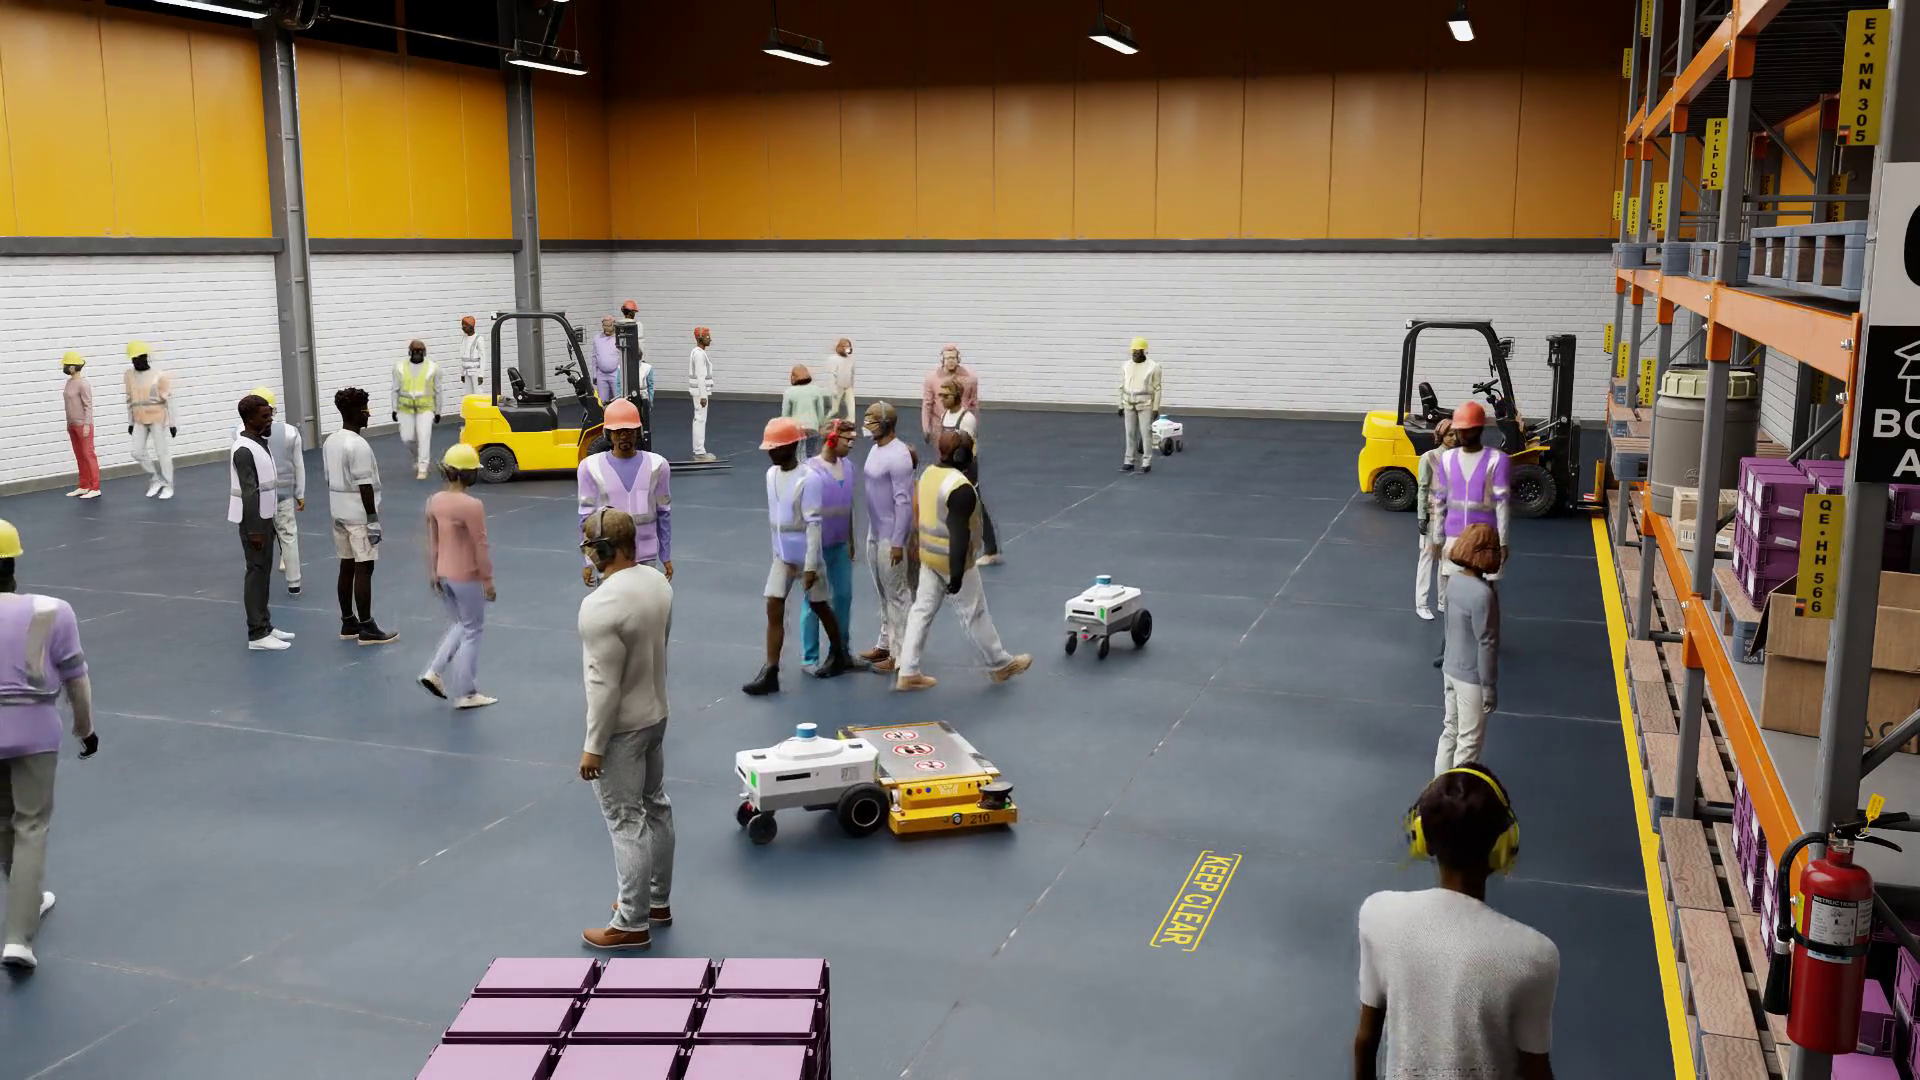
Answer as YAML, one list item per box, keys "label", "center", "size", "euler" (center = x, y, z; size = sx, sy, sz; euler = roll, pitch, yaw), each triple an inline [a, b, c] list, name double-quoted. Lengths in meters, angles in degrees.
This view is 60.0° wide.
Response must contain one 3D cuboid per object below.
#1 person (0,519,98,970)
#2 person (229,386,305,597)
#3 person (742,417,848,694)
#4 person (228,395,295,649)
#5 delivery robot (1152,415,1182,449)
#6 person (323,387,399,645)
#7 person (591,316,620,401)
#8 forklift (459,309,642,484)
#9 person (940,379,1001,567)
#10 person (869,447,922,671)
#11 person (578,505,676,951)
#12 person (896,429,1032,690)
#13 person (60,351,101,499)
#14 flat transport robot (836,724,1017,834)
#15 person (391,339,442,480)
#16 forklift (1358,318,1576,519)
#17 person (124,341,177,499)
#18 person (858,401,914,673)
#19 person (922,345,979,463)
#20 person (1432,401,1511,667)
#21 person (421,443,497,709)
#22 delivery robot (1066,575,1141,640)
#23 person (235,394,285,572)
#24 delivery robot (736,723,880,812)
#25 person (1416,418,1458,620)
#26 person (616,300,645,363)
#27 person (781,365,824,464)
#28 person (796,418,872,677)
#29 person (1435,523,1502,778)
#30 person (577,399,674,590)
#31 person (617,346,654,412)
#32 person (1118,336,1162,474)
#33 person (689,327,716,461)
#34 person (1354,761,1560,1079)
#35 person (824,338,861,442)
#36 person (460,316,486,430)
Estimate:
- label: "person"
  center: [-4.050, 0.850, 7.084]
  size: [0.591, 1.889, 0.950]
  euler: [-2, 10, -12]
- label: "person"
  center: [-5.916, -0.395, 14.229]
  size: [0.600, 1.831, 0.404]
  euler: [-7, 12, -34]
- label: "person"
  center: [-1.109, 0.091, 11.410]
  size: [0.551, 1.887, 0.977]
  euler: [8, 13, 39]
- label: "person"
  center: [-5.292, -0.135, 12.529]
  size: [0.389, 1.917, 0.592]
  euler: [-3, 10, -15]
- label: "delivery robot"
  center: [2.950, -1.576, 24.215]
  size: [0.477, 0.478, 0.707]
  euler: [7, 12, 34]
- label: "person"
  center: [-4.596, -0.186, 12.676]
  size: [0.603, 1.967, 0.366]
  euler: [10, 14, 44]
- label: "person"
  center: [-5.619, -2.647, 26.714]
  size: [0.641, 1.905, 0.410]
  euler: [2, 10, 10]
- label: "forklift"
  center: [-5.354, -1.902, 21.697]
  size: [2.313, 2.155, 1.214]
  euler: [-2, 10, -13]
- label: "person"
  center: [-0.025, -0.601, 15.514]
  size: [0.984, 1.797, 0.512]
  euler: [-8, 13, -39]
- label: "person"
  center: [-0.394, 0.114, 12.030]
  size: [0.520, 1.595, 0.841]
  euler: [-2, 10, -11]
- label: "person"
  center: [-1.448, 0.808, 7.173]
  size: [0.373, 1.935, 0.628]
  euler: [3, 10, 15]
- label: "person"
  center: [-0.008, 0.131, 11.365]
  size: [0.981, 1.787, 0.636]
  euler: [-5, 11, -28]
- label: "person"
  center: [-10.579, -1.381, 19.964]
  size: [0.522, 1.772, 0.304]
  euler: [8, 13, 37]
- label: "flat transport robot"
  center: [-0.225, 1.275, 9.219]
  size: [0.652, 0.197, 1.431]
  euler: [-3, 11, -17]
- label: "person"
  center: [-7.053, -1.705, 21.644]
  size: [0.635, 1.820, 0.579]
  euler: [-2, 10, -9]
- label: "forklift"
  center: [5.787, -1.437, 19.079]
  size: [2.313, 2.155, 1.214]
  euler: [3, 11, 19]
- label: "person"
  center: [-9.639, -1.424, 19.824]
  size: [0.711, 1.899, 0.479]
  euler: [2, 10, 10]
- label: "person"
  center: [-0.516, -0.026, 11.855]
  size: [0.353, 1.936, 0.635]
  euler: [-4, 11, -20]
- label: "person"
  center: [-0.100, -1.276, 19.061]
  size: [0.667, 1.878, 0.792]
  euler: [-1, 10, -3]
- label: "person"
  center: [3.705, -0.052, 12.042]
  size: [0.588, 1.920, 0.712]
  euler: [7, 12, 35]
- label: "person"
  center: [-3.253, 0.245, 10.870]
  size: [0.531, 1.756, 0.396]
  euler: [10, 14, 43]
- label: "delivery robot"
  center: [1.079, 0.508, 12.477]
  size: [0.477, 0.478, 0.707]
  euler: [6, 12, 30]
- label: "person"
  center: [-6.442, -0.541, 15.433]
  size: [0.535, 1.697, 0.322]
  euler: [-1, 10, -6]
- label: "delivery robot"
  center: [-0.790, 1.194, 8.617]
  size: [0.707, 0.478, 0.477]
  euler: [-4, 11, -21]
- label: "person"
  center: [3.930, -0.173, 13.522]
  size: [0.525, 1.639, 0.307]
  euler: [-5, 11, -24]
- label: "person"
  center: [-5.935, -3.291, 29.976]
  size: [0.605, 2.034, 0.392]
  euler: [3, 11, 18]
- label: "person"
  center: [-1.905, -1.319, 20.106]
  size: [0.510, 1.583, 0.819]
  euler: [-3, 11, -19]
- label: "person"
  center: [-0.962, 0.059, 11.695]
  size: [0.440, 1.832, 0.786]
  euler: [6, 12, 30]
- label: "person"
  center: [2.617, 0.719, 8.517]
  size: [0.289, 1.634, 0.499]
  euler: [-1, 10, -5]
- label: "person"
  center: [-2.175, 0.094, 10.882]
  size: [0.613, 2.043, 0.374]
  euler: [-4, 11, -22]
- label: "person"
  center: [-4.562, -1.927, 23.413]
  size: [0.515, 1.636, 0.315]
  euler: [-2, 10, -12]
- label: "person"
  center: [2.370, -1.793, 22.103]
  size: [0.600, 1.829, 0.404]
  euler: [7, 12, 33]
- label: "person"
  center: [-3.646, -2.060, 23.461]
  size: [0.337, 1.882, 0.584]
  euler: [-2, 10, -12]
- label: "person"
  center: [1.130, 1.436, 3.863]
  size: [0.628, 1.852, 0.542]
  euler: [-9, 14, -42]
- label: "person"
  center: [-1.855, -2.339, 25.816]
  size: [0.496, 1.602, 0.765]
  euler: [-7, 12, -36]
- label: "person"
  center: [-7.946, -2.708, 27.107]
  size: [0.573, 1.887, 0.355]
  euler: [8, 13, 40]
